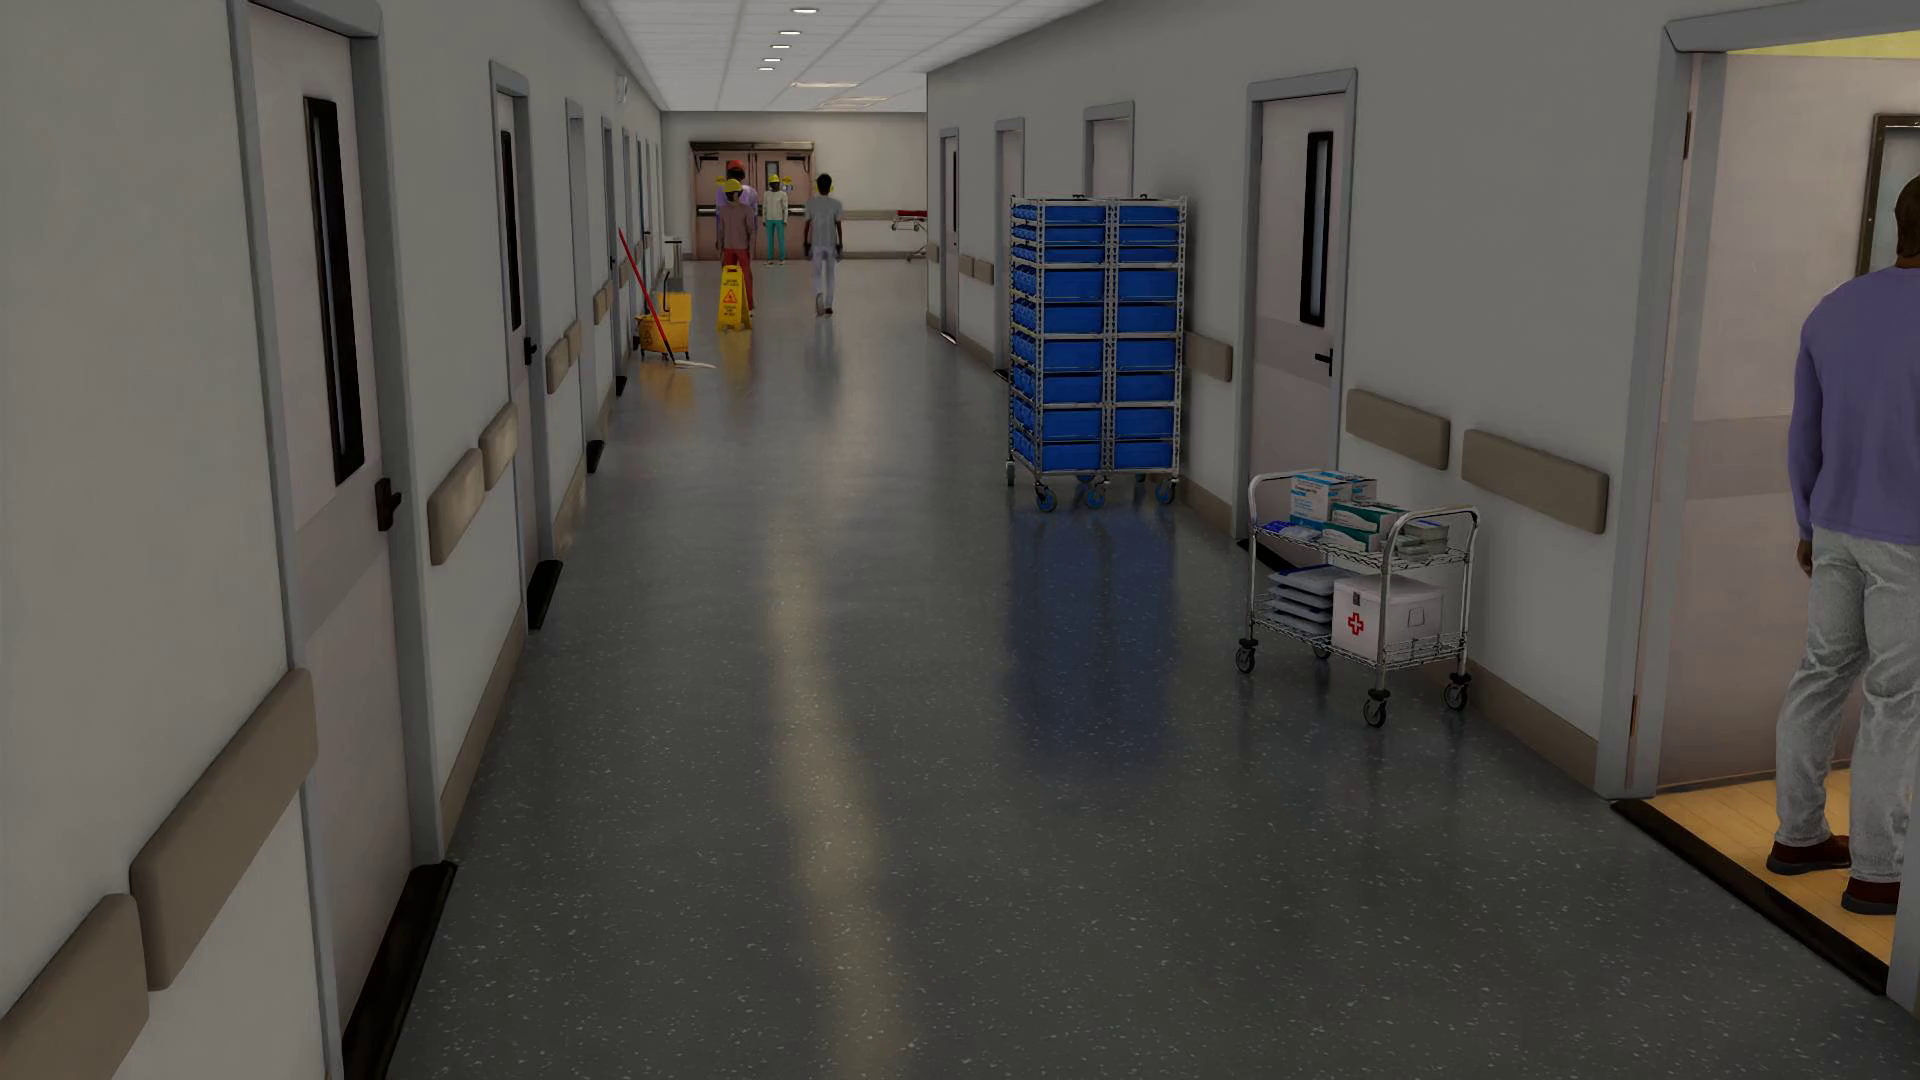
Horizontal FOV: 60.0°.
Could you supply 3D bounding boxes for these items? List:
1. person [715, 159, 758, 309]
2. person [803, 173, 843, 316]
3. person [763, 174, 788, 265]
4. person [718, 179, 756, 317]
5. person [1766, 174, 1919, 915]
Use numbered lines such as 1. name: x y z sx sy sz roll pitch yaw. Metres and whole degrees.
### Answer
1. person: -3.037 -4.140 22.587 0.620 2.027 0.406 -8 15 -32
2. person: -1.776 -3.814 21.531 0.529 1.844 0.794 0 13 -1
3. person: -3.644 -6.299 32.738 0.523 1.769 0.320 4 13 16
4. person: -2.883 -3.741 21.378 0.533 1.767 0.326 6 14 23
5. person: 2.426 0.008 4.341 0.352 1.937 0.635 -3 13 -15
